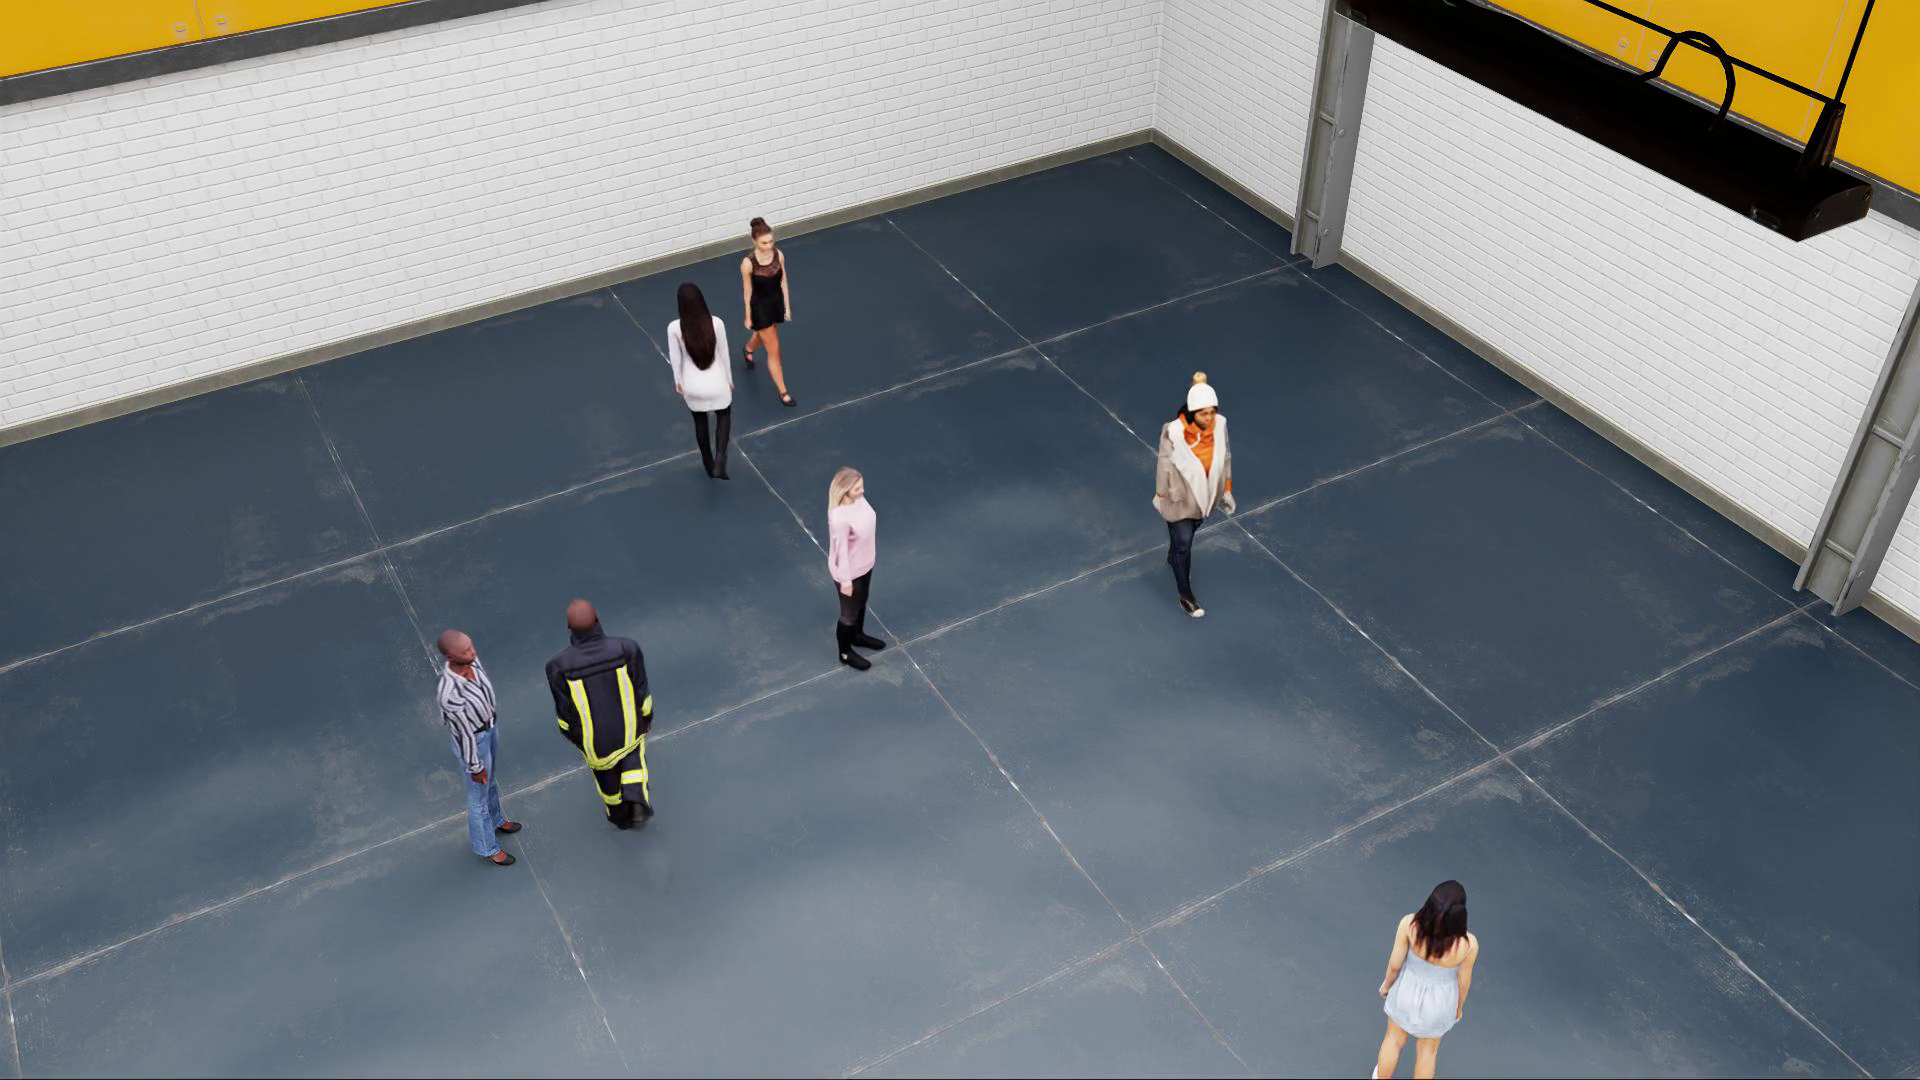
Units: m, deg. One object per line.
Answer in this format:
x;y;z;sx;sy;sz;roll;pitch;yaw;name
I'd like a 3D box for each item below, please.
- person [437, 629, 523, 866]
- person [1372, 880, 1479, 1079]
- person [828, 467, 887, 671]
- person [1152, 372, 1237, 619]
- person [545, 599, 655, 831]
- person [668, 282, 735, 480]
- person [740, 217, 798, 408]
-2.928;1.228;10.062;0.778;1.794;0.656;-1;39;-1;person
2.409;2.380;8.672;0.651;1.729;0.732;14;41;17;person
-0.761;0.170;11.474;0.743;1.684;0.690;11;40;13;person
1.634;-0.437;12.090;0.701;1.864;1.006;-18;42;-22;person
-2.143;1.129;10.171;0.812;1.812;0.872;-13;40;-15;person
-2.015;-1.179;13.072;0.801;1.798;0.910;-4;39;-5;person
-1.703;-2.015;14.244;0.693;1.642;1.159;-27;46;-30;person
